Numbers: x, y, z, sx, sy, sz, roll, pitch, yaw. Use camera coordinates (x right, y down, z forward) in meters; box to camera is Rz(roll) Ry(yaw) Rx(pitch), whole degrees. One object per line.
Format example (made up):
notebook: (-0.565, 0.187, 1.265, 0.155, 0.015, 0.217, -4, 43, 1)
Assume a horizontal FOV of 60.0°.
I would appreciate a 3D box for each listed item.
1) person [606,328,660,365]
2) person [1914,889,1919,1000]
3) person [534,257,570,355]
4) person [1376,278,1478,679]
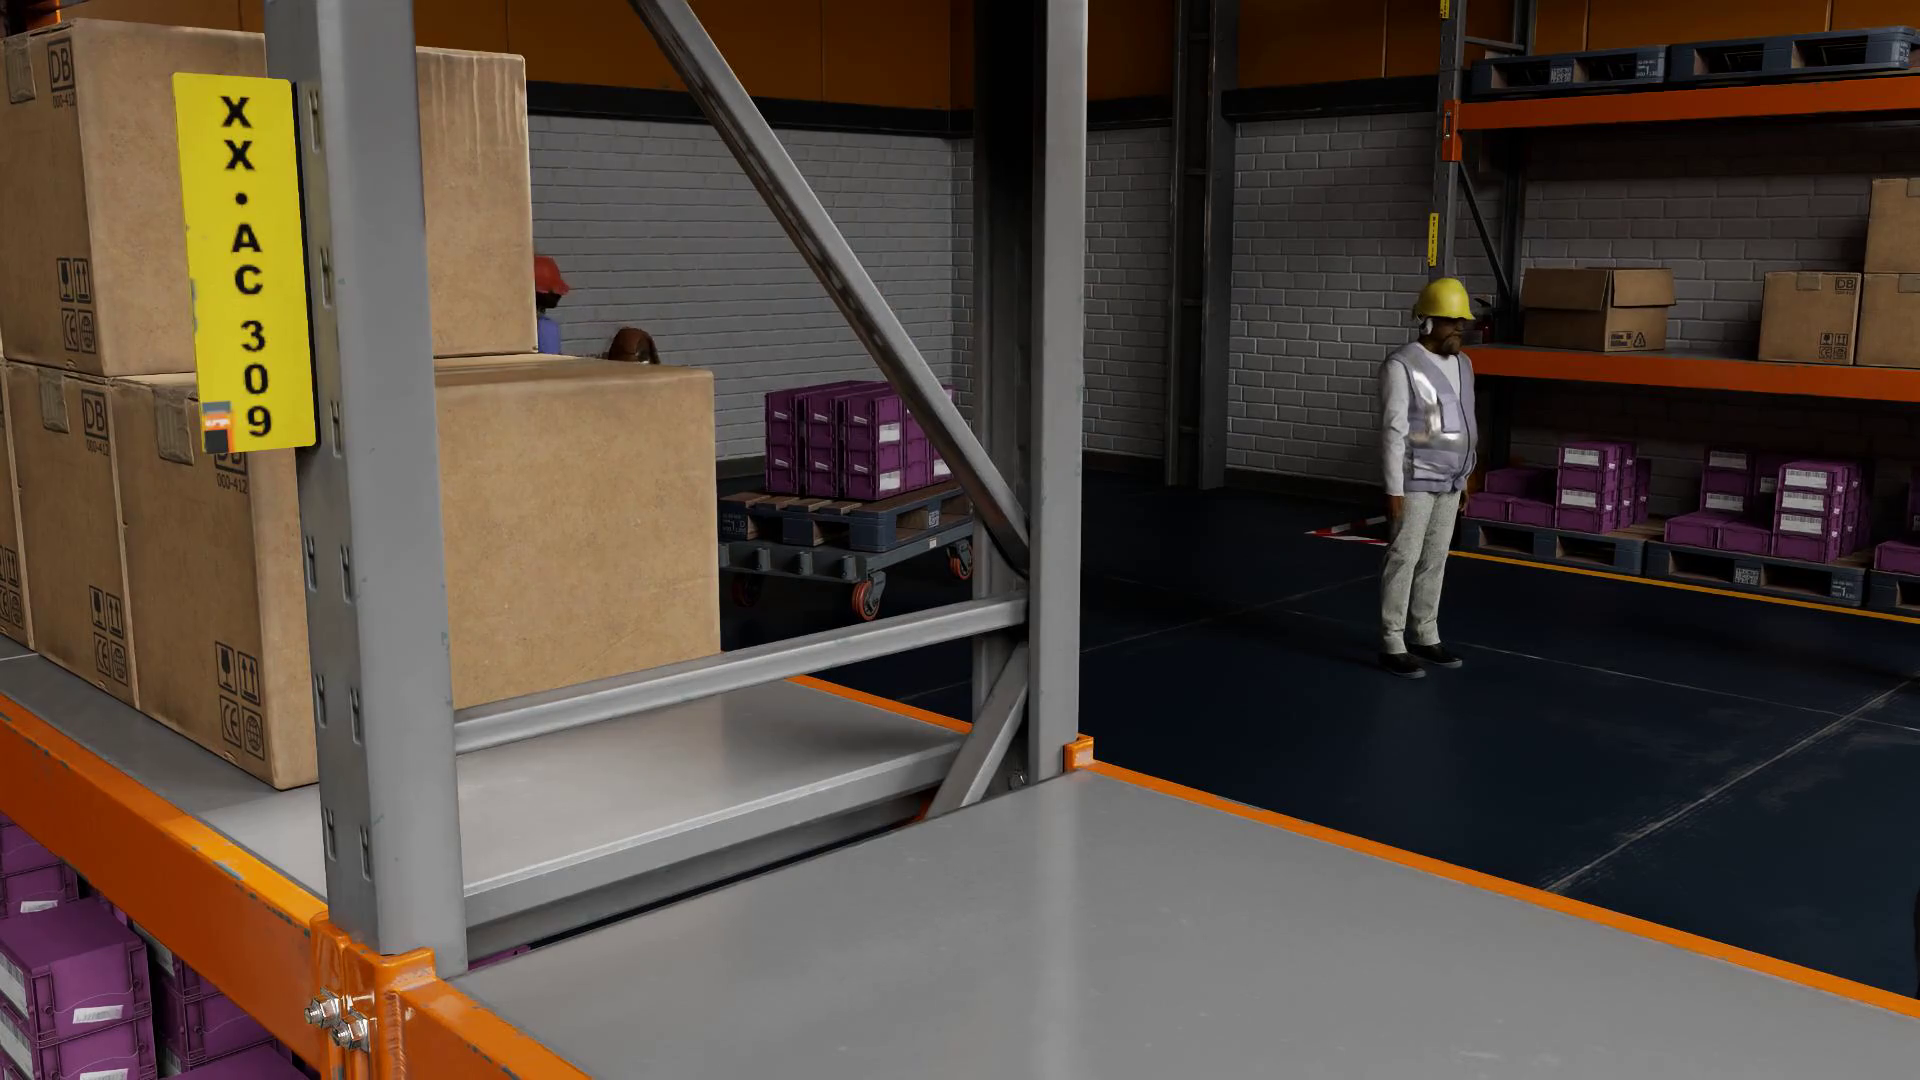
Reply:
person: (-1.560, -0.219, 7.963, 0.517, 1.584, 0.881, -10, 14, -43)
person: (2.523, 0.361, 3.851, 0.635, 1.938, 0.361, -3, 11, -14)
person: (-2.642, -0.775, 10.214, 0.455, 1.893, 0.657, -8, 13, -37)
person: (2.163, -0.283, 7.666, 0.600, 1.827, 0.404, -9, 13, -39)
